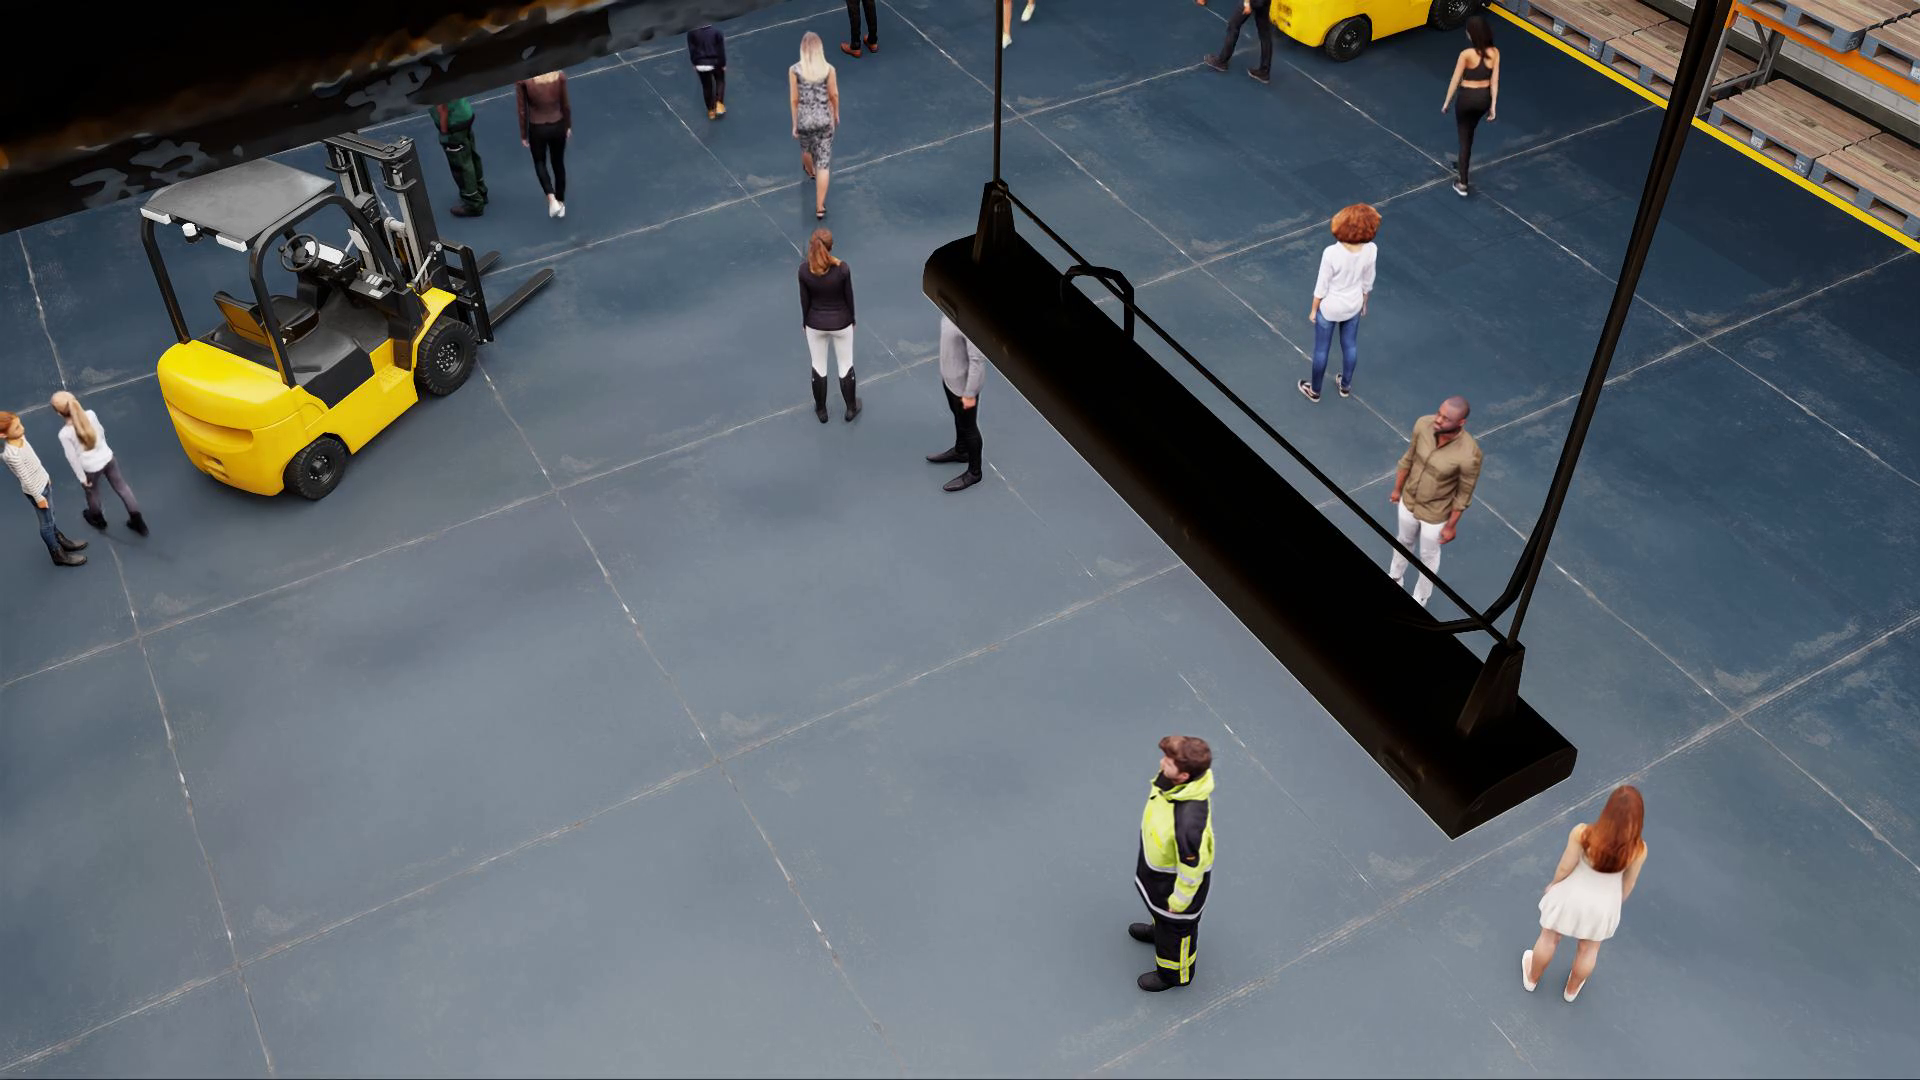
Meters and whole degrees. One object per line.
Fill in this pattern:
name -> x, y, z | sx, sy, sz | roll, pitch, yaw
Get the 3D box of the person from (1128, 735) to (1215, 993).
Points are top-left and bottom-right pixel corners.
person -> 1.160, 1.719, 8.894 | 0.930, 1.980, 0.783 | -2, 44, -2

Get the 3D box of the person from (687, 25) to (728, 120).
person -> -2.444, -4.639, 16.119 | 0.583, 1.221, 0.612 | 1, 44, 1

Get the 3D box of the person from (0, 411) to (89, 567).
person -> -6.434, -0.368, 11.568 | 0.568, 1.315, 0.453 | -14, 45, -14

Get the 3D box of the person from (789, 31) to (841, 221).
person -> -1.279, -3.613, 14.728 | 0.898, 1.654, 1.180 | -4, 44, -4

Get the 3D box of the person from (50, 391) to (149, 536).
person -> -6.068, -0.526, 11.774 | 0.842, 1.258, 0.699 | 23, 48, 22

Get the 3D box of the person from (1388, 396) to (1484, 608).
person -> 3.120, -0.242, 11.066 | 0.797, 1.825, 0.534 | -26, 49, -25

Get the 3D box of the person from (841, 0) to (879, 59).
person -> -1.047, -5.845, 16.906 | 0.721, 1.882, 0.570 | -26, 50, -25

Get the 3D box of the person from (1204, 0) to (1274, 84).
person -> 3.019, -5.374, 16.499 | 0.813, 1.761, 1.016 | -33, 52, -30

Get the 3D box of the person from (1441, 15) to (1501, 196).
person -> 4.674, -3.899, 15.062 | 0.710, 1.608, 0.823 | 0, 44, 0

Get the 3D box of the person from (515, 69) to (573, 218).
person -> -3.611, -3.567, 14.659 | 0.683, 1.683, 0.753 | -20, 47, -20

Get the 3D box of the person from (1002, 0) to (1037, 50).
person -> 0.618, -6.052, 17.218 | 1.135, 1.752, 1.065 | 18, 46, 18

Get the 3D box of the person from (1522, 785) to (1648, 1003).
person -> 3.356, 1.904, 8.900 | 0.636, 1.706, 0.708 | 14, 45, 15

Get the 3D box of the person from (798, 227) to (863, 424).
person -> -0.992, -1.615, 12.577 | 0.662, 1.728, 0.692 | 0, 44, 0

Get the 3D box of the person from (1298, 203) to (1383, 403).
person -> 2.933, -1.823, 12.808 | 0.716, 1.712, 0.708 | -8, 44, -8

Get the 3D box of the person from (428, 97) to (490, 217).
person -> -4.478, -3.720, 14.707 | 0.848, 1.839, 0.760 | 4, 44, 5

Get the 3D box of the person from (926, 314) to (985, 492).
person -> 0.023, -1.203, 12.005 | 0.850, 1.922, 0.622 | -13, 45, -13
